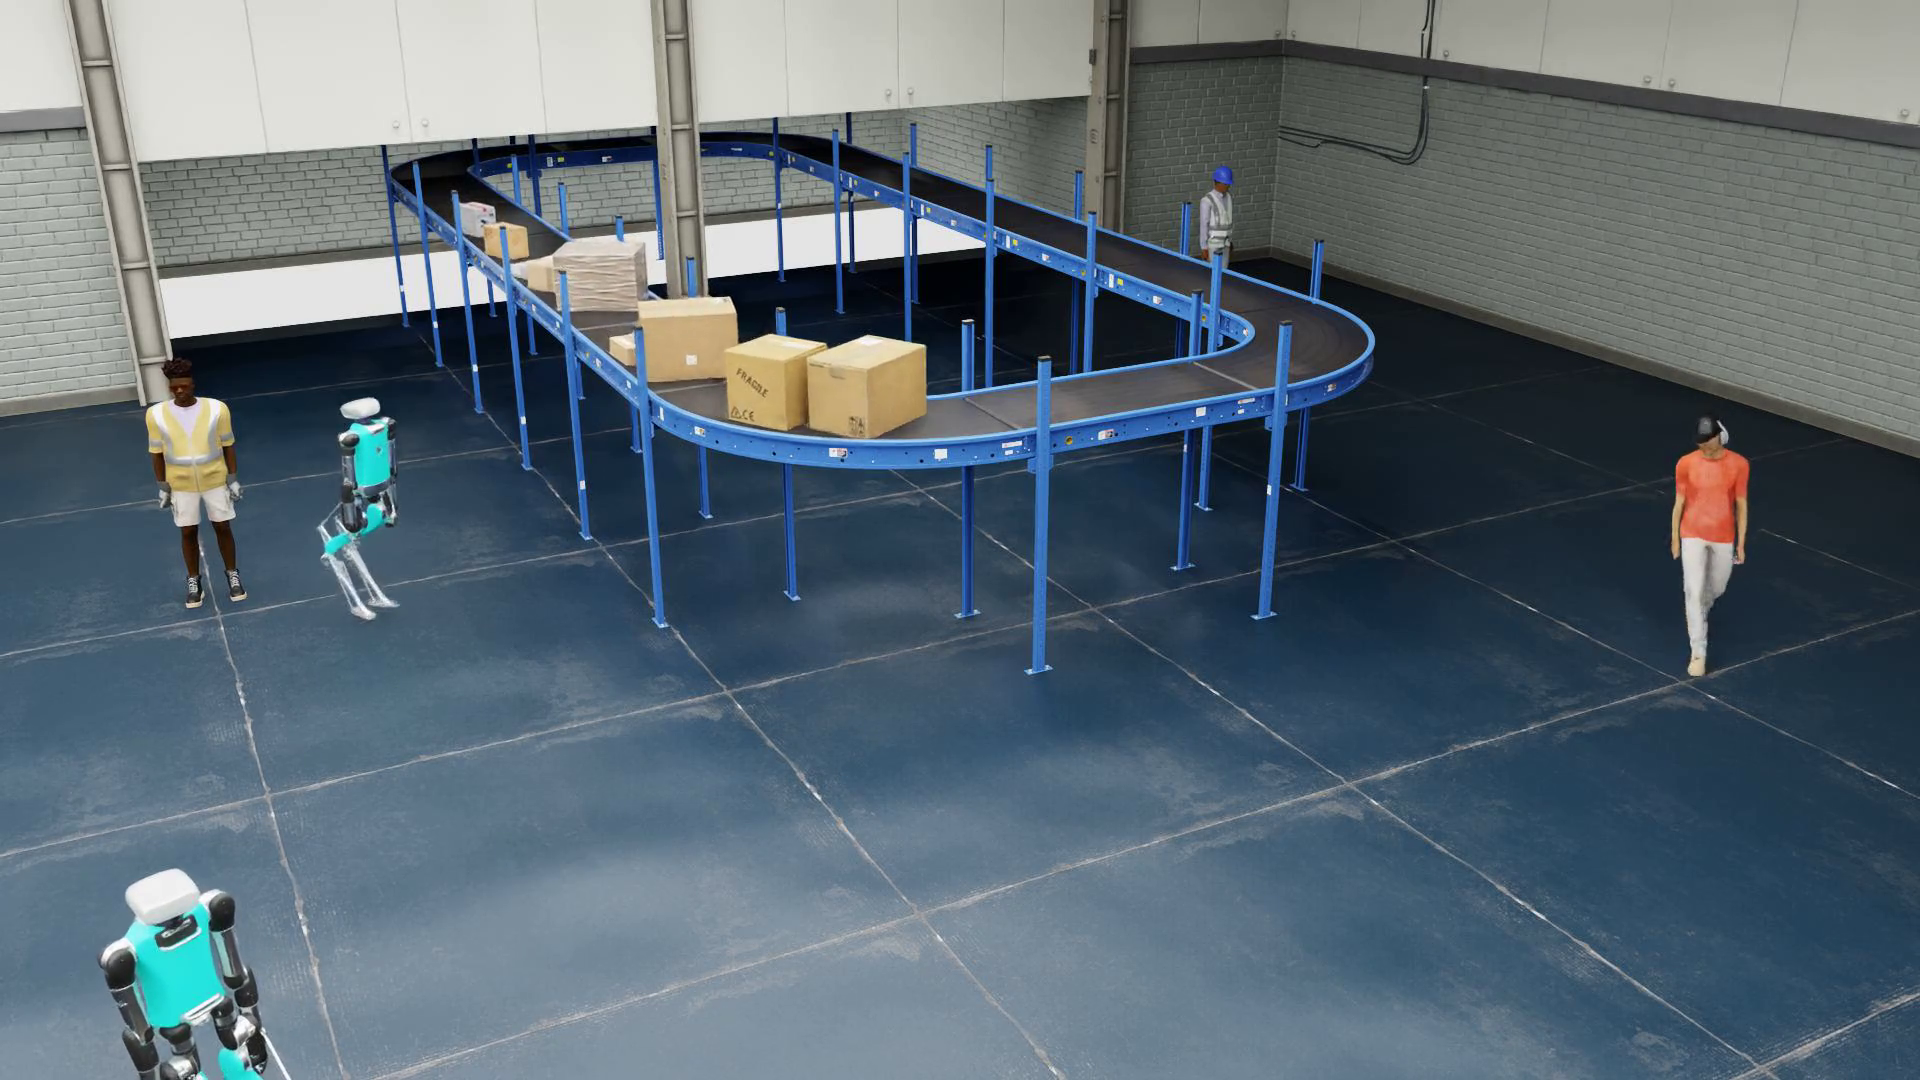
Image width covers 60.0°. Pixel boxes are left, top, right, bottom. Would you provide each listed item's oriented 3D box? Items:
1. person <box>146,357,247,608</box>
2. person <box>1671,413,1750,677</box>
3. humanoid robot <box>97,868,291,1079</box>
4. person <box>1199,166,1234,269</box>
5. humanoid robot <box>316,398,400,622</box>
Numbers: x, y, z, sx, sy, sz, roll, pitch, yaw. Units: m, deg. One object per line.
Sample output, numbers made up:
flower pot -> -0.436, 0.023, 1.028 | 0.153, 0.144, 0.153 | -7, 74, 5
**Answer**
person -> -5.827, -0.448, 12.723 | 0.602, 1.966, 0.367 | -9, 24, -21
person -> 5.296, -0.038, 11.846 | 0.524, 1.863, 0.859 | 6, 23, 14
humanoid robot -> -2.856, 2.220, 6.583 | 0.740, 1.898, 0.553 | 15, 26, 32
person -> 3.223, -3.721, 20.862 | 0.417, 1.932, 0.621 | 20, 29, 40
humanoid robot -> -4.534, -0.250, 12.396 | 0.720, 1.700, 0.532 | 9, 24, 21
